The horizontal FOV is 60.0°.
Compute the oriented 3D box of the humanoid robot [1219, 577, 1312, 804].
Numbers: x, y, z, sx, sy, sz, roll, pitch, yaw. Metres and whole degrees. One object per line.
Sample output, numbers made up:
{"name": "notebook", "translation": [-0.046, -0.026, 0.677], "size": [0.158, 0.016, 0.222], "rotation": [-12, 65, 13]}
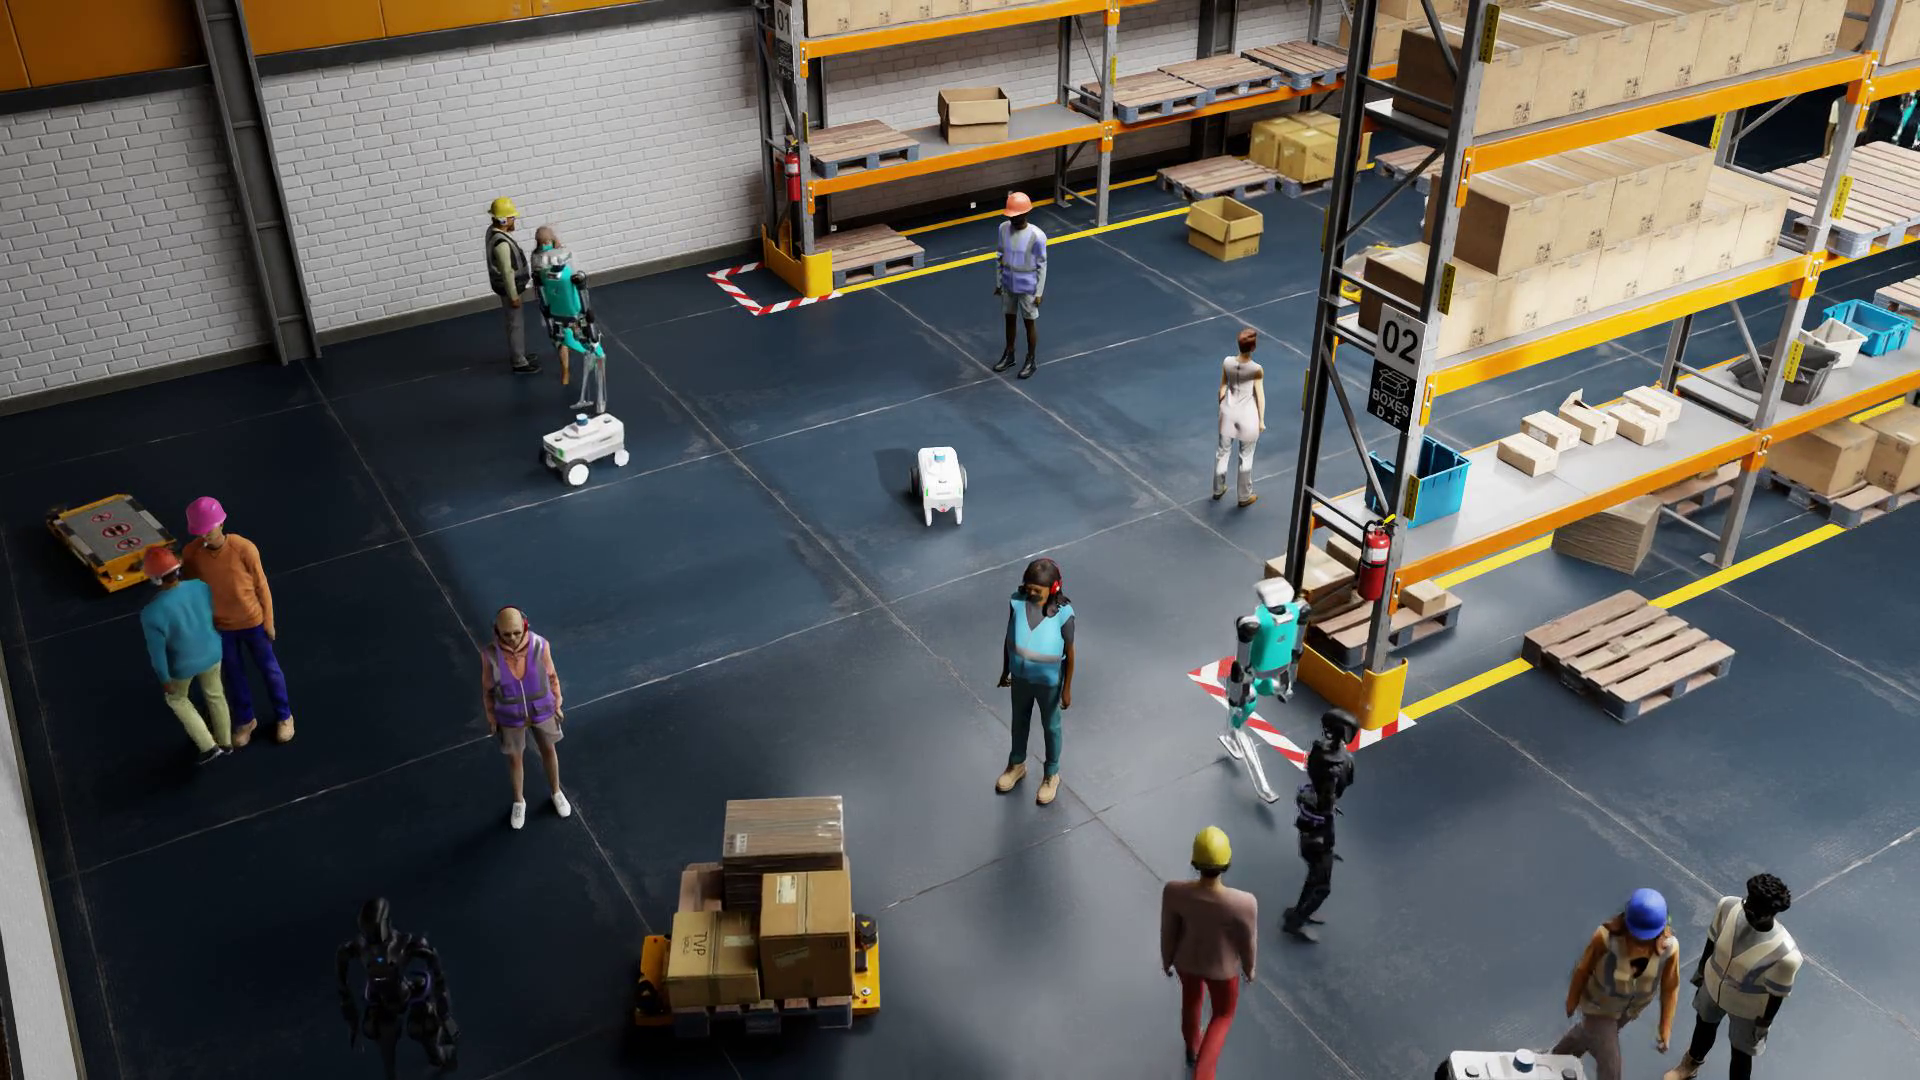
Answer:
{"name": "humanoid robot", "translation": [1.952, 0.919, 11.237], "size": [0.556, 1.735, 1.026], "rotation": [-14, 35, -21]}

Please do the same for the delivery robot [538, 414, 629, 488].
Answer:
{"name": "delivery robot", "translation": [-3.450, -0.847, 15.182], "size": [0.789, 0.612, 0.499], "rotation": [-26, 40, -35]}

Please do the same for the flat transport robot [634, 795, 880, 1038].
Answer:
{"name": "flat transport robot", "translation": [-1.204, 2.574, 9.979], "size": [1.431, 0.231, 0.659], "rotation": [-2, 32, -3]}

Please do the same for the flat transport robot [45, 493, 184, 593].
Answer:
{"name": "flat transport robot", "translation": [-7.172, -0.016, 14.109], "size": [0.659, 0.231, 1.431], "rotation": [-27, 41, -36]}

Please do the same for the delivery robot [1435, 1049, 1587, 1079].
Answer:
{"name": "delivery robot", "translation": [2.994, 3.009, 9.030], "size": [0.811, 0.610, 0.499], "rotation": [1, 32, 2]}

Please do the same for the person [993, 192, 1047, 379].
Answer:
{"name": "person", "translation": [0.580, -2.534, 16.556], "size": [0.549, 1.935, 0.373], "rotation": [20, 37, 29]}

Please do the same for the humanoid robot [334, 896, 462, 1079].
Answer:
{"name": "humanoid robot", "translation": [-2.969, 2.455, 8.863], "size": [0.590, 1.646, 0.672], "rotation": [-3, 32, -5]}

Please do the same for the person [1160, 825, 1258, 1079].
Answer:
{"name": "person", "translation": [1.311, 2.320, 8.994], "size": [0.537, 1.741, 0.647], "rotation": [13, 34, 20]}

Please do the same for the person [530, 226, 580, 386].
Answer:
{"name": "person", "translation": [-3.985, -2.413, 16.636], "size": [0.528, 1.637, 0.654], "rotation": [-1, 32, -2]}

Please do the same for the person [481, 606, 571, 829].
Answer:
{"name": "person", "translation": [-2.846, 1.147, 10.913], "size": [0.494, 1.692, 0.341], "rotation": [-11, 34, -17]}

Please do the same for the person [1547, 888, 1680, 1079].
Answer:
{"name": "person", "translation": [3.467, 2.486, 8.735], "size": [0.440, 1.721, 0.802], "rotation": [-7, 33, -10]}

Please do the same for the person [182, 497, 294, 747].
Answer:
{"name": "person", "translation": [-5.040, 0.563, 11.573], "size": [0.515, 1.984, 0.370], "rotation": [-5, 32, -8]}

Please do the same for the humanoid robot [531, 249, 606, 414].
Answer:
{"name": "humanoid robot", "translation": [-3.639, -2.040, 15.922], "size": [0.539, 1.739, 0.750], "rotation": [8, 33, 13]}

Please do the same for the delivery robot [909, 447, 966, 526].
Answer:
{"name": "delivery robot", "translation": [-0.178, -0.518, 14.649], "size": [0.499, 0.603, 0.794], "rotation": [-3, 32, -5]}

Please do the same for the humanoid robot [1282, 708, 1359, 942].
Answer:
{"name": "humanoid robot", "translation": [2.178, 1.709, 10.040], "size": [0.332, 1.651, 0.601], "rotation": [5, 32, 9]}

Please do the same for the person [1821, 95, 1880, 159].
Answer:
{"name": "person", "translation": [10.738, -4.763, 20.204], "size": [0.568, 1.838, 0.397], "rotation": [-2, 32, -2]}

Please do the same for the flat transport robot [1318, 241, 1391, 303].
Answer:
{"name": "flat transport robot", "translation": [4.720, -3.040, 18.931], "size": [0.659, 0.231, 1.431], "rotation": [23, 39, 32]}

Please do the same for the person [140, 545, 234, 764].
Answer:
{"name": "person", "translation": [-5.303, 0.785, 11.442], "size": [0.371, 1.737, 0.575], "rotation": [22, 38, 31]}

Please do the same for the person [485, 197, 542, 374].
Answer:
{"name": "person", "translation": [-4.512, -2.558, 16.707], "size": [0.403, 1.820, 0.597], "rotation": [-10, 34, -16]}

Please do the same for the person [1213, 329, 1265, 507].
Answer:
{"name": "person", "translation": [2.443, -1.069, 14.477], "size": [0.442, 1.661, 0.285], "rotation": [20, 37, 29]}

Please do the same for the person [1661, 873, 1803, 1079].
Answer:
{"name": "person", "translation": [4.142, 2.427, 8.877], "size": [0.322, 1.691, 0.531], "rotation": [-14, 35, -21]}

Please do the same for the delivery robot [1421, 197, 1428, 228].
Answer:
{"name": "delivery robot", "translation": [6.001, -3.977, 20.131], "size": [0.739, 0.566, 0.499], "rotation": [-1, 32, -2]}

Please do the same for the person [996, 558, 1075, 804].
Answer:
{"name": "person", "translation": [0.516, 0.921, 11.112], "size": [0.521, 1.868, 0.391], "rotation": [15, 35, 23]}

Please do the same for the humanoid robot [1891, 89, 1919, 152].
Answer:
{"name": "humanoid robot", "translation": [12.549, -5.651, 21.743], "size": [0.530, 1.798, 0.794], "rotation": [17, 36, 25]}
